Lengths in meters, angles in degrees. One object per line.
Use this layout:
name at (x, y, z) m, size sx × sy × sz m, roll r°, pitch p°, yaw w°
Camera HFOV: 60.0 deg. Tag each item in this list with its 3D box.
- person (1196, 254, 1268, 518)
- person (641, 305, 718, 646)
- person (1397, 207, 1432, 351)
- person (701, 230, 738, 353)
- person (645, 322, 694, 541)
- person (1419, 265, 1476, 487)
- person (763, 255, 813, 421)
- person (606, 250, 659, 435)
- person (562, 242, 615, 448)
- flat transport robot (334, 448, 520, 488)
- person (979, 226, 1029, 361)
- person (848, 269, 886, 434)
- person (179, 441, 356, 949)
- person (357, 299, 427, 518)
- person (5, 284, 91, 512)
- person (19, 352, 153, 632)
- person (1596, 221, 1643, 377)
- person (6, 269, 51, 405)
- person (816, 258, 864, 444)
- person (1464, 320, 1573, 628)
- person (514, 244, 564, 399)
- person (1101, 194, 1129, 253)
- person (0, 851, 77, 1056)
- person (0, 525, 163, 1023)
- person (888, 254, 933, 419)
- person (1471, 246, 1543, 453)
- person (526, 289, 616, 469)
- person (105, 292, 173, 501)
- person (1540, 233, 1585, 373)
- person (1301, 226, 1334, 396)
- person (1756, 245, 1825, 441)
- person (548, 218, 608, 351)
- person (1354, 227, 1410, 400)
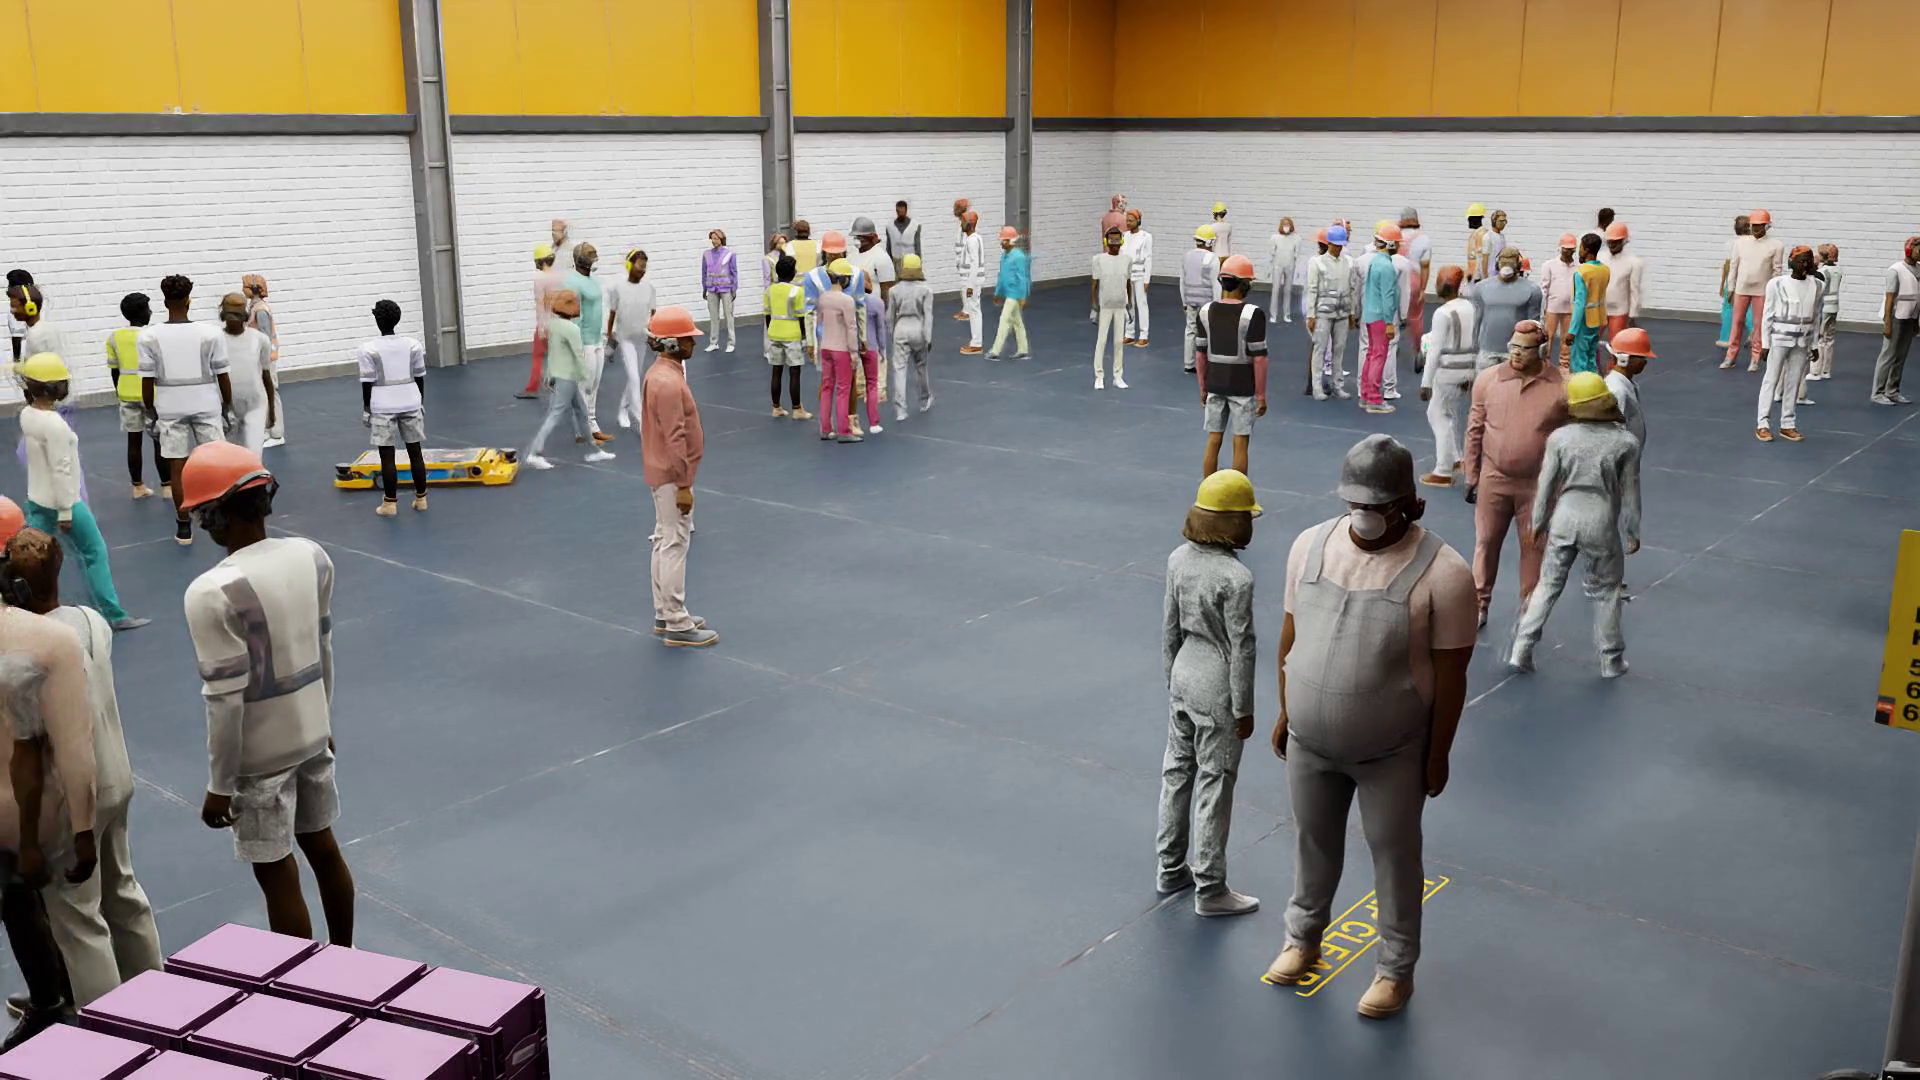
person at (2.111, -1.177, 12.875) m, size 0.608 × 2.042 × 0.374 m, roll 11°, pitch 18°, yaw 38°
person at (-1.668, -0.377, 9.769) m, size 0.379 × 1.996 × 0.608 m, roll -5°, pitch 15°, yaw -18°
person at (5.737, -3.315, 21.421) m, size 0.689 × 2.000 × 0.986 m, roll 7°, pitch 16°, yaw 26°
person at (-3.225, -3.341, 22.338) m, size 0.523 × 1.639 × 0.306 m, roll 5°, pitch 15°, yaw 18°
person at (-2.134, -0.806, 12.228) m, size 0.313 × 1.634 × 0.514 m, roll 2°, pitch 14°, yaw 7°
person at (4.066, -1.365, 13.967) m, size 0.414 × 1.871 × 0.613 m, roll 12°, pitch 18°, yaw 39°
person at (-1.789, -2.079, 17.175) m, size 0.535 × 1.697 × 0.321 m, roll 9°, pitch 17°, yaw 32°
person at (-3.230, -1.965, 16.513) m, size 0.543 × 1.817 × 1.004 m, roll -9°, pitch 17°, yaw -33°
person at (-3.531, -1.847, 15.762) m, size 0.359 × 1.937 × 0.635 m, roll 2°, pitch 14°, yaw 6°
flat transport robot at (-4.555, -0.626, 14.264) m, size 1.431 × 0.197 × 0.652 m, roll -2°, pitch 14°, yaw -7°
person at (0.554, -3.168, 21.468) m, size 0.815 × 1.716 × 0.596 m, roll -5°, pitch 15°, yaw -18°
person at (-0.985, -1.867, 16.495) m, size 0.499 × 1.625 × 0.309 m, roll 3°, pitch 14°, yaw 10°
person at (-2.297, 0.677, 5.490) m, size 0.408 × 2.031 × 0.609 m, roll 4°, pitch 15°, yaw 15°
person at (-4.406, -1.022, 12.958) m, size 0.535 × 1.697 × 0.318 m, roll -13°, pitch 19°, yaw -41°
person at (-6.967, -1.020, 12.648) m, size 0.548 × 1.844 × 0.535 m, roll -2°, pitch 14°, yaw -9°
person at (-5.345, -0.234, 9.746) m, size 0.528 × 1.736 × 0.868 m, roll 11°, pitch 18°, yaw 36°
person at (7.147, -2.508, 18.311) m, size 0.642 × 1.975 × 0.508 m, roll 13°, pitch 19°, yaw 42°
person at (-8.763, -1.713, 15.737) m, size 0.322 × 1.687 × 0.535 m, roll 1°, pitch 14°, yaw 4°
person at (-1.155, -1.818, 15.999) m, size 0.329 × 1.765 × 0.533 m, roll -13°, pitch 19°, yaw -42°
person at (3.313, -0.355, 9.875) m, size 0.644 × 1.903 × 0.399 m, roll 6°, pitch 15°, yaw 23°
person at (-4.556, -2.405, 18.433) m, size 0.818 × 1.723 × 0.533 m, roll 6°, pitch 15°, yaw 23°
person at (2.551, -4.609, 26.860) m, size 0.404 × 1.911 × 0.636 m, roll -7°, pitch 16°, yaw -25°
person at (-3.113, 0.739, 5.391) m, size 0.371 × 1.959 × 0.637 m, roll -4°, pitch 15°, yaw -15°
person at (-2.787, 0.847, 5.217) m, size 0.349 × 1.837 × 0.502 m, roll 0°, pitch 14°, yaw 1°
person at (-0.511, -2.138, 17.415) m, size 0.494 × 1.689 × 0.915 m, roll 2°, pitch 14°, yaw 9°
person at (4.958, -1.715, 15.236) m, size 0.636 × 1.938 × 0.364 m, roll 6°, pitch 15°, yaw 22°
person at (-3.533, -1.440, 14.847) m, size 0.855 × 1.589 × 0.515 m, roll -9°, pitch 17°, yaw -32°
person at (-6.606, -1.154, 13.476) m, size 0.537 × 1.698 × 0.321 m, roll 2°, pitch 14°, yaw 8°
person at (7.213, -2.793, 19.918) m, size 0.563 × 1.752 × 0.328 m, roll 0°, pitch 14°, yaw -2°
person at (4.083, -2.558, 18.646) m, size 0.495 × 1.913 × 0.584 m, roll 6°, pitch 15°, yaw 22°
person at (8.009, -1.889, 16.046) m, size 0.573 × 1.883 × 0.356 m, roll -1°, pitch 14°, yaw -4°
person at (-4.885, -3.131, 21.032) m, size 0.664 × 1.878 × 0.758 m, roll 10°, pitch 17°, yaw 34°
person at (4.677, -2.513, 18.485) m, size 0.636 × 1.911 × 0.404 m, roll 8°, pitch 16°, yaw 28°
